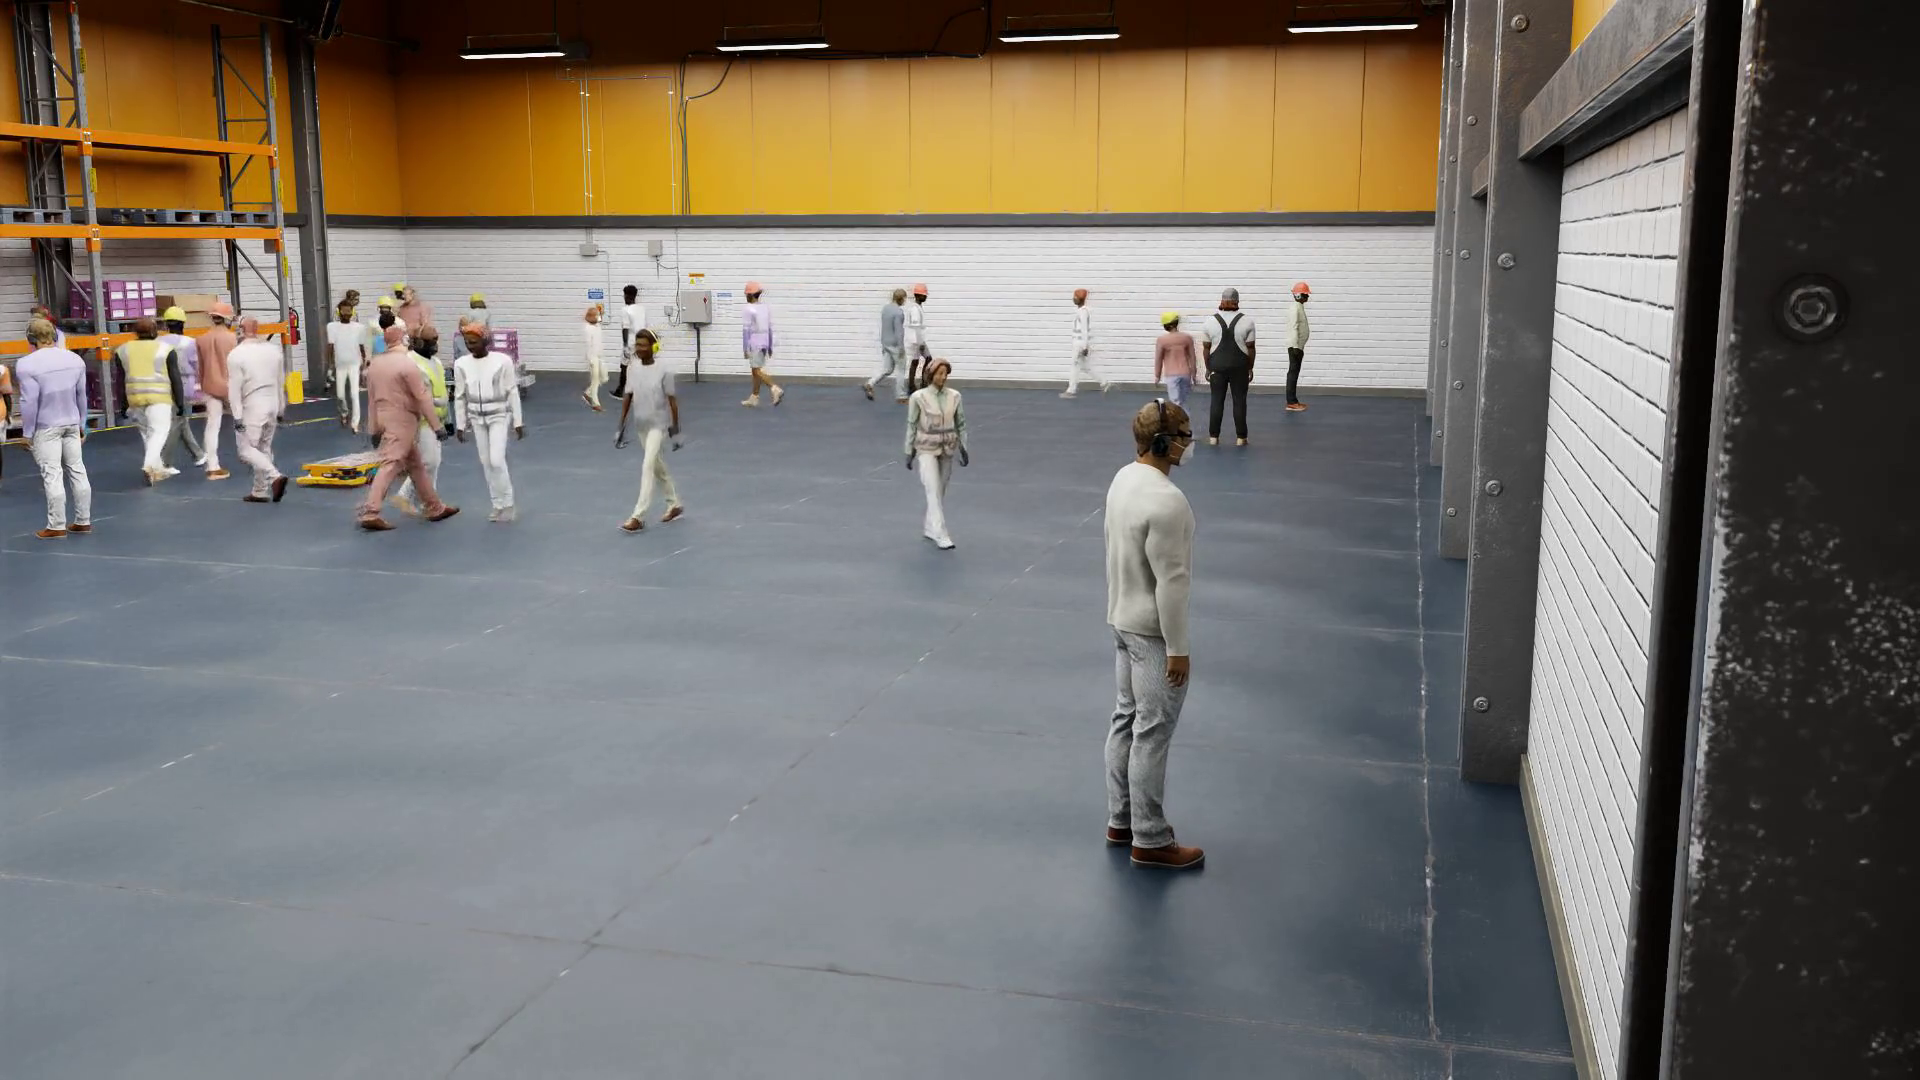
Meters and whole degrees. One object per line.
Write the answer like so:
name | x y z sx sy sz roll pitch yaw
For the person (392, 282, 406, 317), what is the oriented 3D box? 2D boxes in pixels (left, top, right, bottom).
person | -10.106 -3.692 30.036 0.629 1.904 0.465 -1 10 -6

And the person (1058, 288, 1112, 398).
person | 2.118 -3.307 28.023 0.826 1.855 0.577 1 10 8

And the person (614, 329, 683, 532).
person | -2.834 -1.013 15.136 0.525 1.818 1.002 5 11 28

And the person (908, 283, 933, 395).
person | -0.626 -3.416 28.435 0.629 1.916 0.587 1 10 6

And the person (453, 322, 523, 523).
person | -4.357 -1.077 15.354 0.600 1.860 0.541 2 10 12

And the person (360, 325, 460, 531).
person | -5.078 -1.026 15.137 1.039 1.839 0.649 -10 14 -44

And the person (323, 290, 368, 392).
person | -10.822 -3.470 29.106 0.724 1.809 0.582 -8 13 -39

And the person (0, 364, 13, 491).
person | -10.009 -1.284 17.080 0.534 1.667 0.782 -8 13 -40

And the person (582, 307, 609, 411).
person | -5.688 -2.808 25.845 0.407 1.622 0.505 3 10 16

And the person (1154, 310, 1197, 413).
person | 2.803 -2.129 21.685 0.554 1.727 0.598 -3 11 -18

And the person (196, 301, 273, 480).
person | -8.116 -1.677 18.504 0.647 1.942 0.990 2 10 11

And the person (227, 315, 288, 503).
person | -6.900 -1.272 16.396 0.701 1.884 0.660 4 11 24

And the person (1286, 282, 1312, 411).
person | 5.284 -3.026 26.012 0.378 1.996 0.611 3 10 17

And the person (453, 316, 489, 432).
person | -6.775 -2.336 23.227 0.498 1.602 0.773 2 10 13

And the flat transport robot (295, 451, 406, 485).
flat transport robot | -6.602 -0.796 18.264 0.652 0.197 1.431 2 10 11

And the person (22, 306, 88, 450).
person | -11.552 -2.072 21.175 0.588 1.805 0.947 2 10 13

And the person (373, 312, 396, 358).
person | -7.637 -2.192 22.169 0.576 1.697 0.407 8 13 40

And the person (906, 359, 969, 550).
person | -0.167 -0.734 14.167 0.537 1.596 0.784 -6 12 -30

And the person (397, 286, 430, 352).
person | -9.405 -3.449 28.719 0.646 1.883 0.690 3 10 14

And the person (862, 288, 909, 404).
person | -1.166 -3.130 26.902 0.784 1.893 0.681 -5 11 -26

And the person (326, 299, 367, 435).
person | -8.379 -2.369 22.722 0.524 1.848 0.684 -3 11 -19

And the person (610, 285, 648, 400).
person | -5.403 -3.255 27.544 1.029 1.915 0.615 7 12 35

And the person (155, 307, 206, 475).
person | -8.806 -1.692 18.812 0.589 1.865 1.026 3 10 15

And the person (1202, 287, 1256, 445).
person | 3.470 -2.241 21.439 0.683 2.000 0.538 3 10 14

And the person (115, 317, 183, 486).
person | -8.711 -1.488 17.852 0.636 1.811 0.874 -1 10 -6

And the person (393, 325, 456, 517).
person | -5.010 -1.097 15.592 0.440 1.823 0.630 1 10 8

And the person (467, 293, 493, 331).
person | -8.810 -3.662 30.471 0.898 1.694 0.492 7 12 34

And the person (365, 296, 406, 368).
person | -8.627 -2.758 25.017 0.610 1.809 0.473 -5 11 -28

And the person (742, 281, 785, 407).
person | -3.136 -3.087 26.336 0.877 2.018 0.615 6 12 32

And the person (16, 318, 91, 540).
person | -7.900 -0.963 14.507 0.370 1.934 0.627 5 11 24

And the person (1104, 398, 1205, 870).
person | 0.796 0.383 6.867 0.359 1.938 0.635 -3 10 -14
